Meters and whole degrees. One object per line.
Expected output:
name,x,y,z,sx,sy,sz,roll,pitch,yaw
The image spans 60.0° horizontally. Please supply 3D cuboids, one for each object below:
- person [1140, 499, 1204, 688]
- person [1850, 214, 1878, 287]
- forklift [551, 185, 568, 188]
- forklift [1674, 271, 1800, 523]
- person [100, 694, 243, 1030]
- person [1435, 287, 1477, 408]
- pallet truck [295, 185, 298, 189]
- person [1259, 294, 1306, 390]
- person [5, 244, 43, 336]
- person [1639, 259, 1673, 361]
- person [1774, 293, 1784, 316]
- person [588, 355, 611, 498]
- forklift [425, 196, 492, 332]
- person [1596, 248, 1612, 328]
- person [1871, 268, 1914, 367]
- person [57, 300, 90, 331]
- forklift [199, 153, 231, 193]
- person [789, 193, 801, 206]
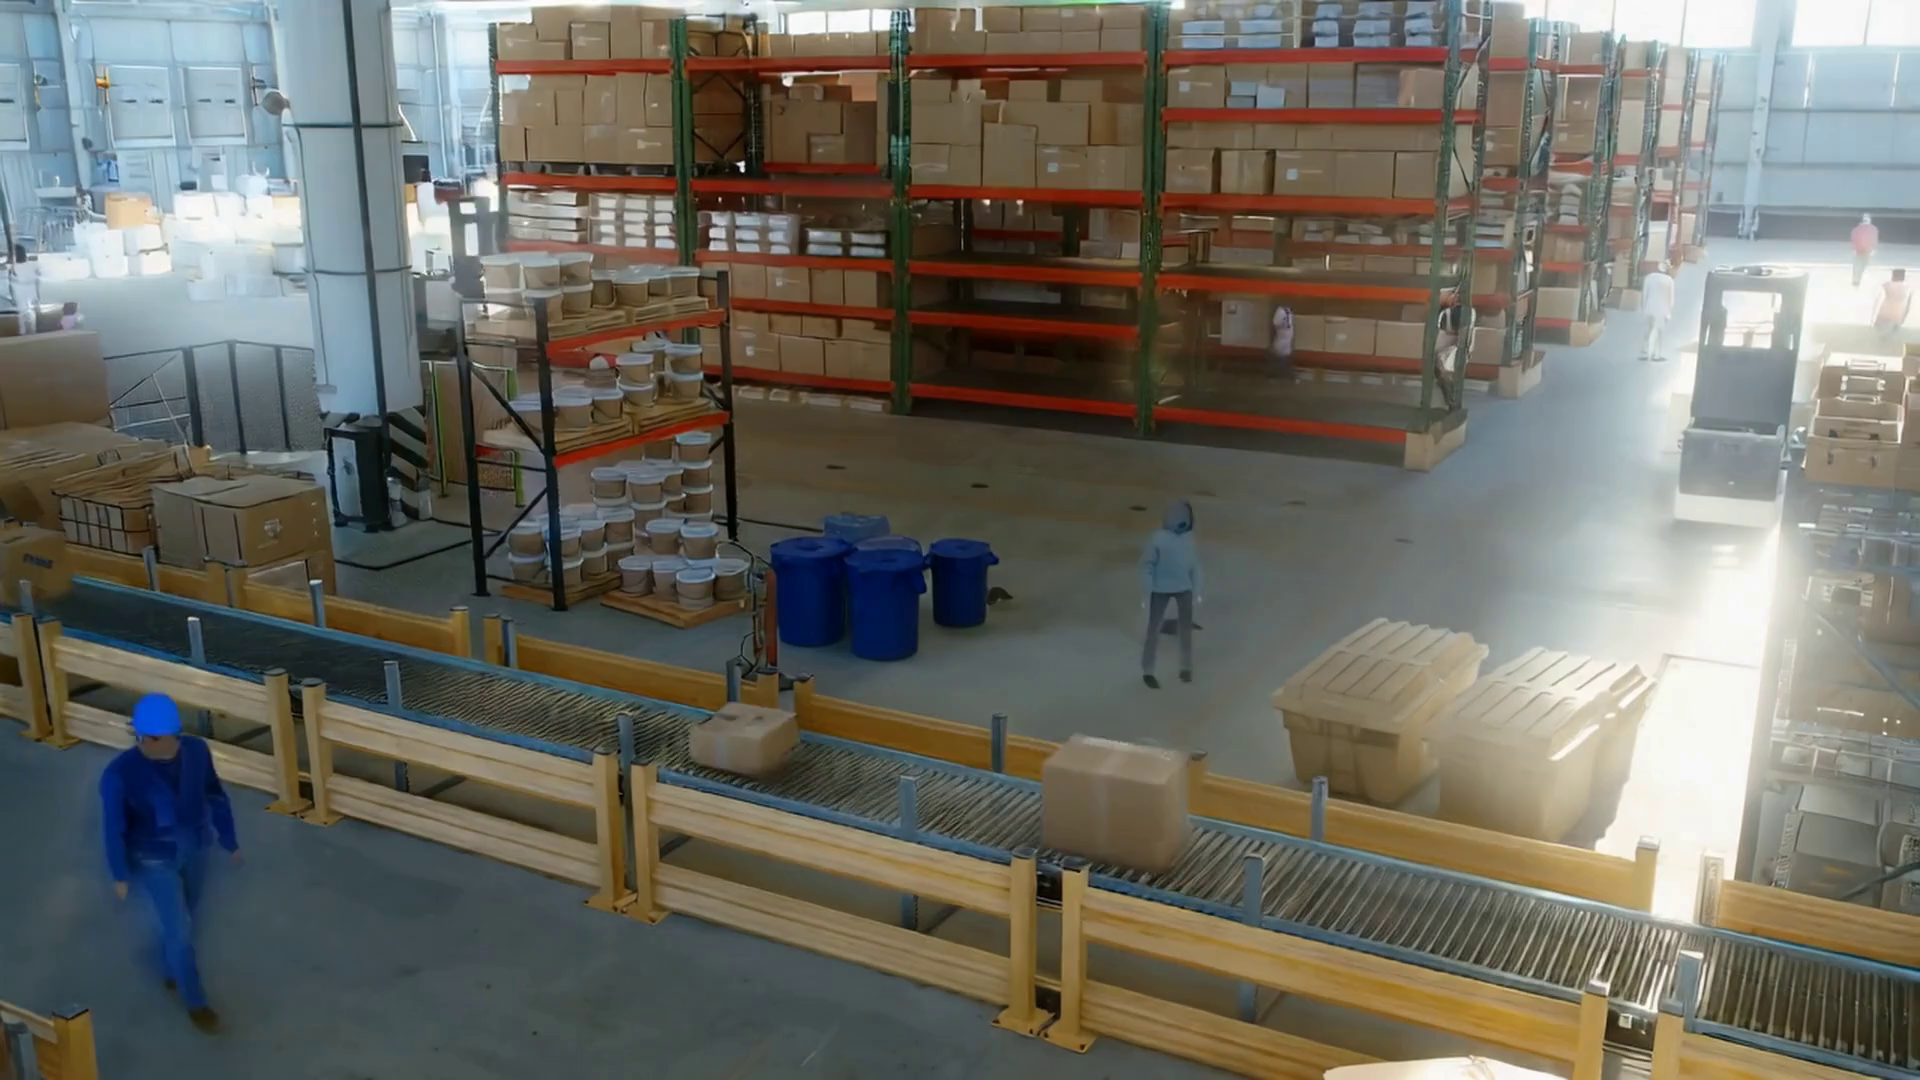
person,1.757,0.437,13.859,0.577,1.622,0.326,-3,15,-11
person,23.627,-7.596,43.558,0.647,1.893,0.673,4,15,13
forklift,-15.292,-13.524,63.939,1.873,2.768,1.129,8,17,28
forklift,9.269,-1.763,19.726,1.129,2.768,1.873,8,17,27
person,-4.108,1.685,8.819,0.781,1.801,0.618,10,18,32
person,7.732,-3.016,26.044,0.615,2.039,0.391,0,15,-2
pallet truck,-26.804,-14.617,69.738,1.885,1.965,0.823,-14,20,-42
person,5.481,-3.405,28.263,0.887,1.650,0.535,8,17,27
person,-18.857,-4.974,33.547,0.374,1.966,0.608,13,20,40
person,13.073,-4.302,31.159,0.399,1.900,0.643,-7,17,-26
person,15.510,-4.216,31.357,0.280,1.624,0.494,1,15,3
person,-4.413,-1.391,20.462,0.327,1.769,0.525,2,15,6
forklift,-10.181,-5.747,34.703,1.873,2.768,1.129,8,17,28
person,13.810,-5.406,35.689,0.318,1.697,0.535,8,17,26
person,17.012,-4.056,30.395,0.653,1.811,0.455,2,15,8
person,-14.471,-3.101,27.167,0.518,1.617,0.664,2,15,7
forklift,-27.440,-12.865,61.464,1.873,2.768,1.129,8,17,28
person,-5.331,-10.310,53.666,0.375,1.935,0.550,-14,20,-41
